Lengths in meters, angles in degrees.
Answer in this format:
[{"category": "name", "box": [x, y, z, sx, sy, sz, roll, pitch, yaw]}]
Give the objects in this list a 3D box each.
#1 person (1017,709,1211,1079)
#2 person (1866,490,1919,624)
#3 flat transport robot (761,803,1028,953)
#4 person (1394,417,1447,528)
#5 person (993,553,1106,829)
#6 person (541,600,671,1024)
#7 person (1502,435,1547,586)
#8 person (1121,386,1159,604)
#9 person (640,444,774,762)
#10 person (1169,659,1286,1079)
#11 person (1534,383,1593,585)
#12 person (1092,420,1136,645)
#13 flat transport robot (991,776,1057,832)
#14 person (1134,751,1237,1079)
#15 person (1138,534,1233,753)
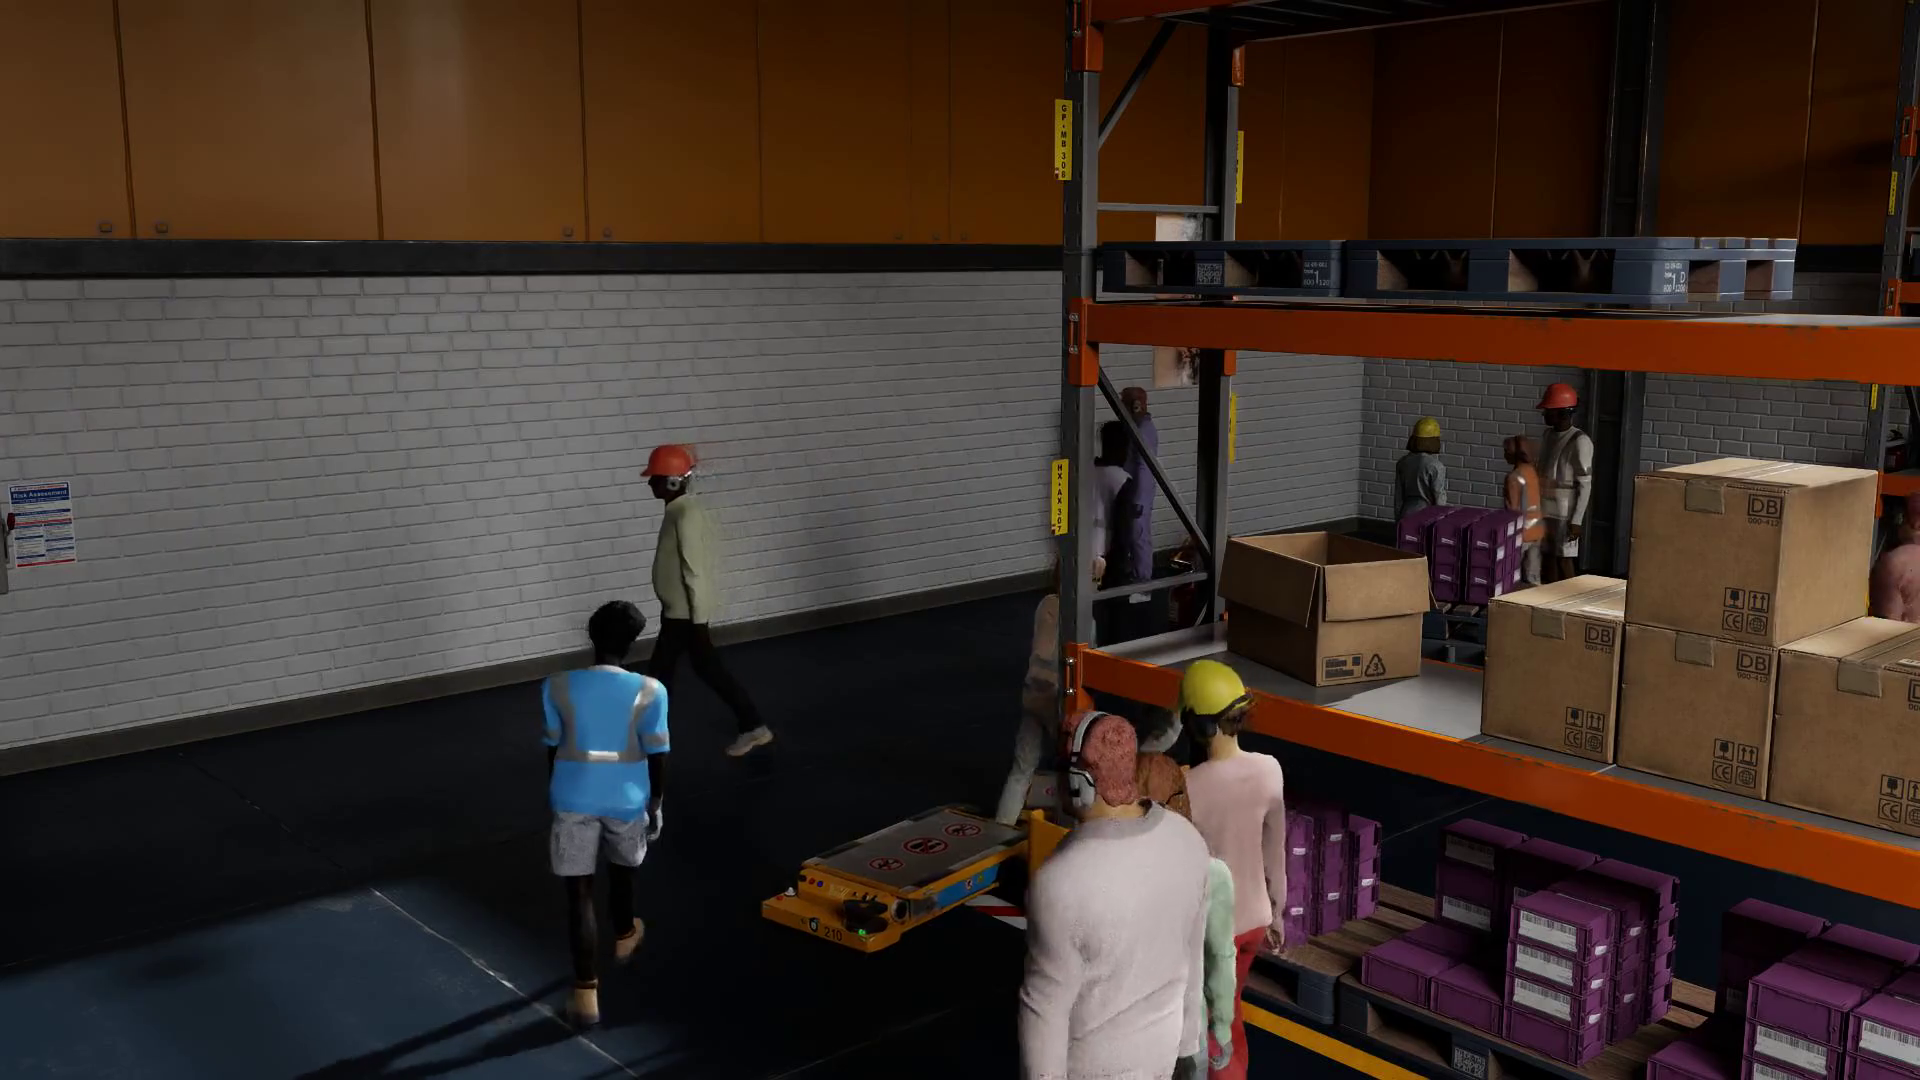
[{"category": "person", "box": [0.421, 1.370, 4.324, 0.575, 1.884, 0.650, 9, 13, 43]}, {"category": "person", "box": [4.756, 0.673, 8.490, 0.668, 1.859, 0.809, -3, 10, -18]}, {"category": "flat transport robot", "box": [-0.207, 1.565, 7.890, 0.652, 0.197, 1.431, 8, 12, 38]}, {"category": "person", "box": [3.735, -0.122, 13.460, 0.295, 1.743, 0.493, -6, 12, -33]}, {"category": "person", "box": [0.421, 0.848, 8.257, 0.607, 1.591, 0.521, -5, 11, -28]}, {"category": "person", "box": [-1.439, 1.067, 6.791, 0.512, 1.633, 0.855, -2, 10, -13]}, {"category": "person", "box": [4.484, -0.027, 13.262, 0.539, 1.621, 0.367, -7, 12, -35]}, {"category": "person", "box": [1.522, -0.396, 14.596, 0.404, 1.908, 0.636, 0, 10, 1]}, {"category": "person", "box": [-1.601, 0.389, 9.892, 1.022, 1.951, 0.642, -2, 10, -14]}, {"category": "person", "box": [0.847, 1.253, 5.421, 0.542, 1.740, 0.578, -8, 13, -40]}, {"category": "person", "box": [4.712, -0.222, 13.176, 0.382, 2.040, 0.615, -2, 10, -13]}, {"category": "person", "box": [0.968, 0.091, 11.794, 0.781, 1.889, 0.604, -8, 12, -38]}, {"category": "flat transport robot", "box": [0.902, 1.424, 8.715, 1.431, 0.197, 0.652, 1, 10, 8]}, {"category": "person", "box": [0.547, 1.408, 4.822, 0.498, 1.633, 0.278, 2, 10, 12]}, {"category": "person", "box": [1.173, 0.730, 8.922, 0.769, 1.591, 0.532, 1, 10, 4]}]
